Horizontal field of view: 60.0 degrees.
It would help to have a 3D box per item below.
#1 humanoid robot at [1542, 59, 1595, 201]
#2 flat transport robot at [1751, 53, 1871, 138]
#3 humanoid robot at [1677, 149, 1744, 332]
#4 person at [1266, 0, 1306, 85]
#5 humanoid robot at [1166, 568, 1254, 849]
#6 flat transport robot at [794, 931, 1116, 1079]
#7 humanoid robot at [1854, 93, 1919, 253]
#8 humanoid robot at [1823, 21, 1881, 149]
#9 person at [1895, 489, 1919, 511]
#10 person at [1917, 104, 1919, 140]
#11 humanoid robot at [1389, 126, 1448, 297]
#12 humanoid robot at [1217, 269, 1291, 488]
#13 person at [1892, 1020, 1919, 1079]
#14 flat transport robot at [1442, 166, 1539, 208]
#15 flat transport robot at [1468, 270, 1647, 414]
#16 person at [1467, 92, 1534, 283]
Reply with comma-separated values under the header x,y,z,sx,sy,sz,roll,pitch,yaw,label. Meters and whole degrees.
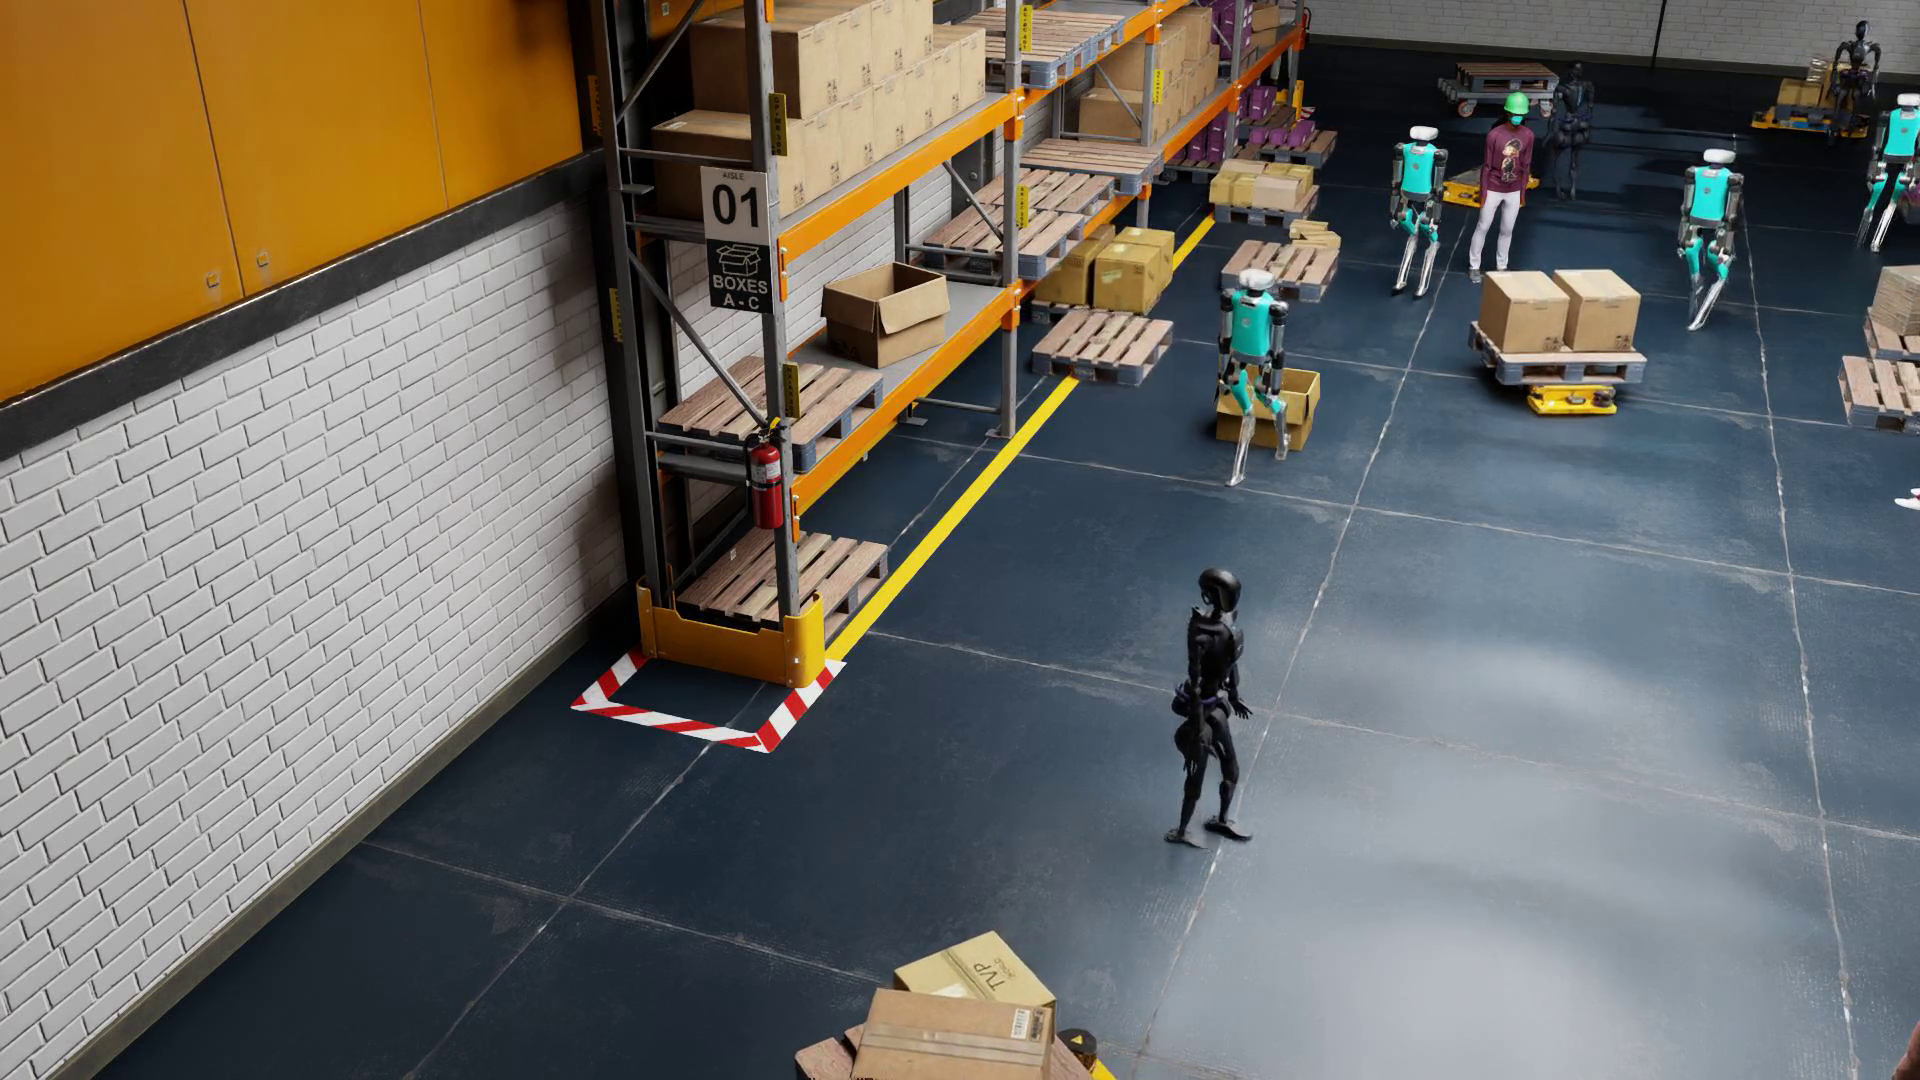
x,y,z,sx,sy,sz,roll,pitch,yaw,label
7.194,-4.826,19.589,0.588,1.643,0.364,-7,28,-13,humanoid robot
11.735,-5.770,22.943,1.431,0.231,0.659,13,30,24,flat transport robot
7.060,-2.754,15.619,0.722,1.904,0.547,-22,35,-36,humanoid robot
4.940,-7.925,25.303,0.628,1.939,0.378,-3,27,-5,person
1.304,0.888,8.495,0.440,1.652,0.600,14,31,26,humanoid robot
0.090,2.525,6.852,1.431,0.231,0.659,-15,31,-27,flat transport robot
9.916,-3.853,17.754,0.549,1.905,0.718,11,29,20,humanoid robot
11.681,-5.941,21.746,0.594,1.642,0.516,12,30,22,humanoid robot
7.248,-0.984,12.180,0.503,1.628,0.277,-22,34,-36,person
13.120,-6.271,22.207,0.431,1.835,0.622,8,28,15,person
4.554,-3.277,16.400,0.530,1.694,0.748,17,32,30,humanoid robot
2.344,-1.297,12.684,0.555,1.764,0.971,18,32,31,humanoid robot
3.621,2.043,5.908,0.619,1.992,0.395,8,28,15,person
6.357,-4.260,20.015,0.659,0.231,1.431,22,35,36,flat transport robot
5.165,-1.448,14.559,0.659,0.231,1.431,-1,27,-1,flat transport robot
5.498,-3.562,16.843,0.487,1.942,0.435,-1,27,-2,person
